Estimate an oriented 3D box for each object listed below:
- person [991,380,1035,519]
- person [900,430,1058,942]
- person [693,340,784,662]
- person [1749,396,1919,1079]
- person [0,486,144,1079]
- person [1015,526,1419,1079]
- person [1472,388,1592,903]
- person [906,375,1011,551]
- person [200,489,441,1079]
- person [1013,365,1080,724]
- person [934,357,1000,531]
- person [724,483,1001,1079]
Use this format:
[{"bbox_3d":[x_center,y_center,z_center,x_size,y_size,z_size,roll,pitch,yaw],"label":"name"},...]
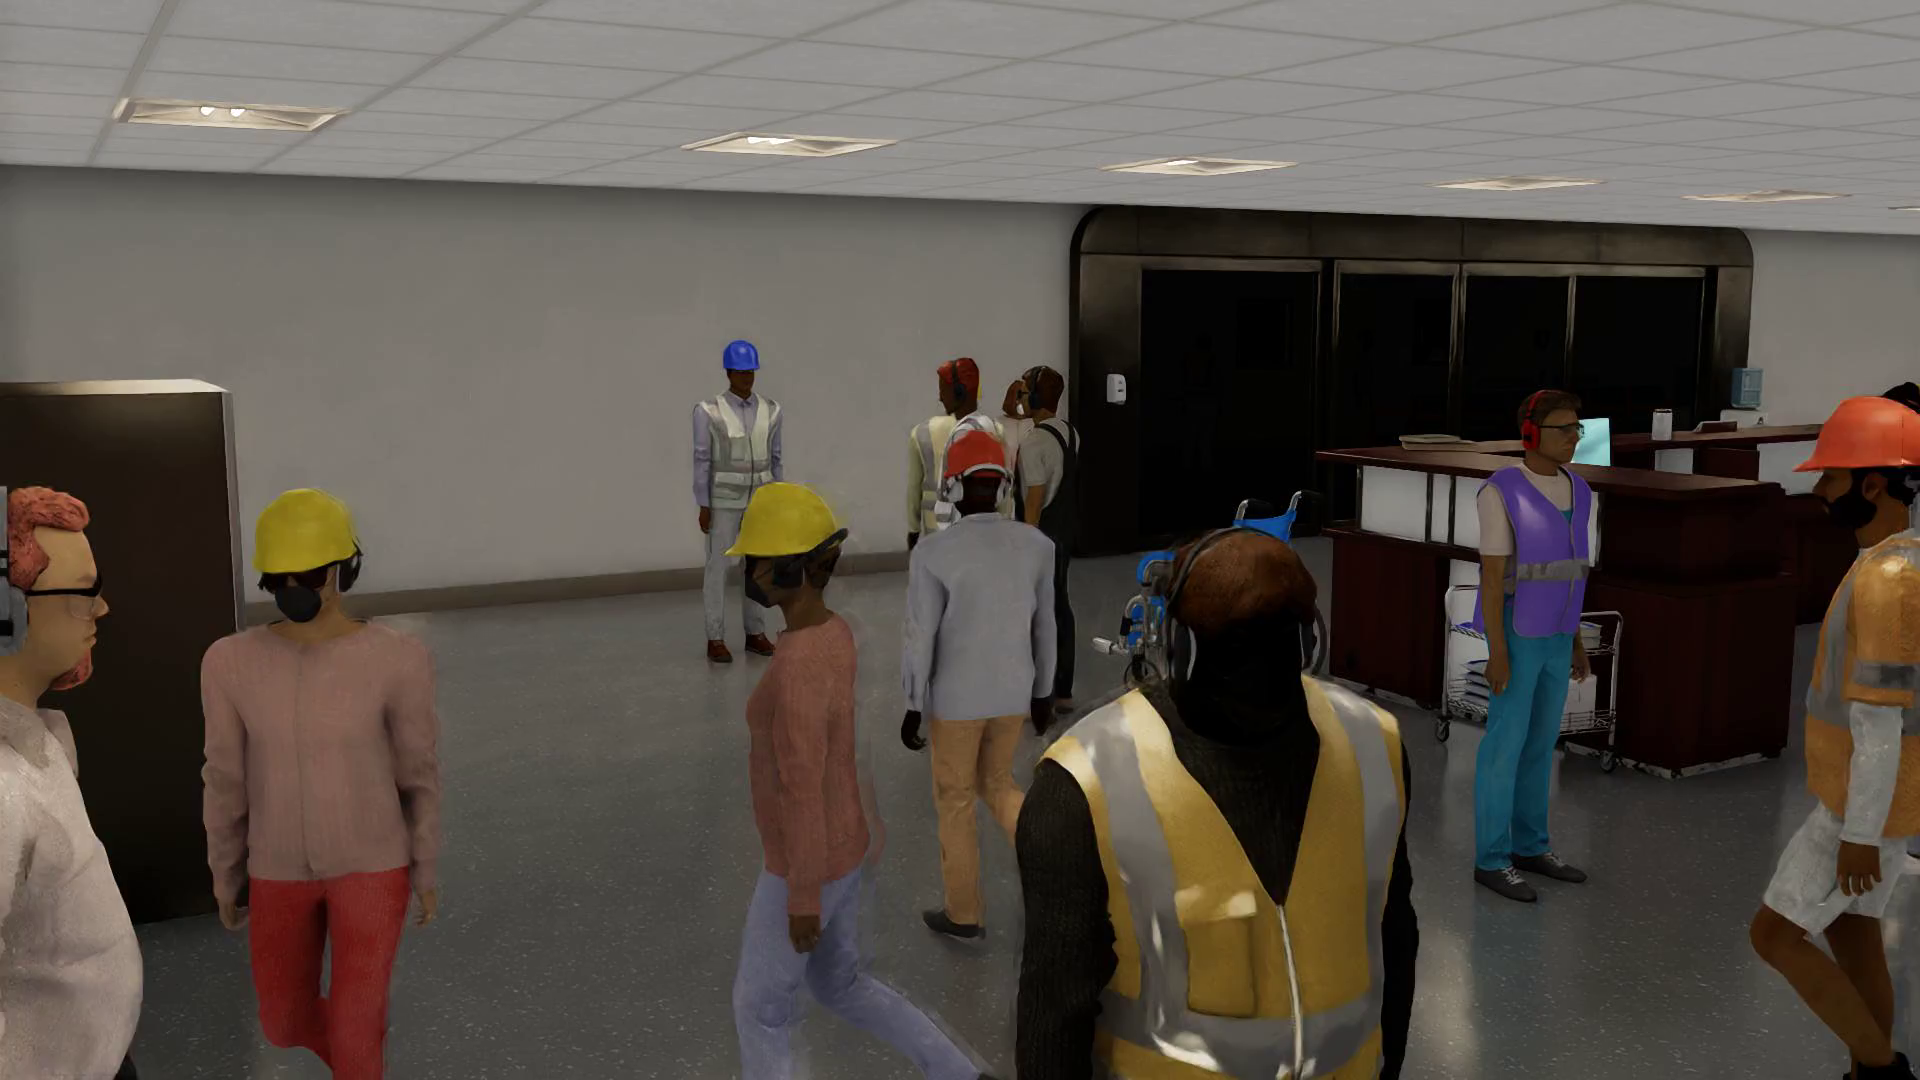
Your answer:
[{"bbox_3d":[0.420,-0.351,12.133,0.504,1.627,0.285,-2,8,-11],"label":"person"},{"bbox_3d":[0.087,0.505,5.527,0.566,1.732,0.498,-6,10,-37],"label":"person"},{"bbox_3d":[-1.336,-0.240,10.144,0.605,1.948,0.403,-5,9,-34],"label":"person"},{"bbox_3d":[2.187,0.611,4.080,0.404,1.920,0.574,5,9,33],"label":"person"},{"bbox_3d":[-1.351,0.861,2.427,0.633,1.883,0.680,-6,10,-36],"label":"person"},{"bbox_3d":[0.413,0.891,2.422,0.664,1.820,0.606,-2,8,-14],"label":"person"},{"bbox_3d":[2.095,0.368,6.107,0.567,1.849,0.389,-6,10,-38],"label":"person"},{"bbox_3d":[-0.013,-0.118,9.756,0.608,1.806,0.427,1,8,10],"label":"person"},{"bbox_3d":[-1.451,0.732,3.879,0.521,1.749,0.662,0,8,-4],"label":"person"},{"bbox_3d":[0.429,0.022,8.611,0.340,1.845,0.513,4,9,28],"label":"person"},{"bbox_3d":[0.029,-0.009,8.695,0.355,1.887,0.574,1,8,9],"label":"person"},{"bbox_3d":[-0.283,0.732,3.880,0.741,1.746,0.532,1,8,5],"label":"person"}]
